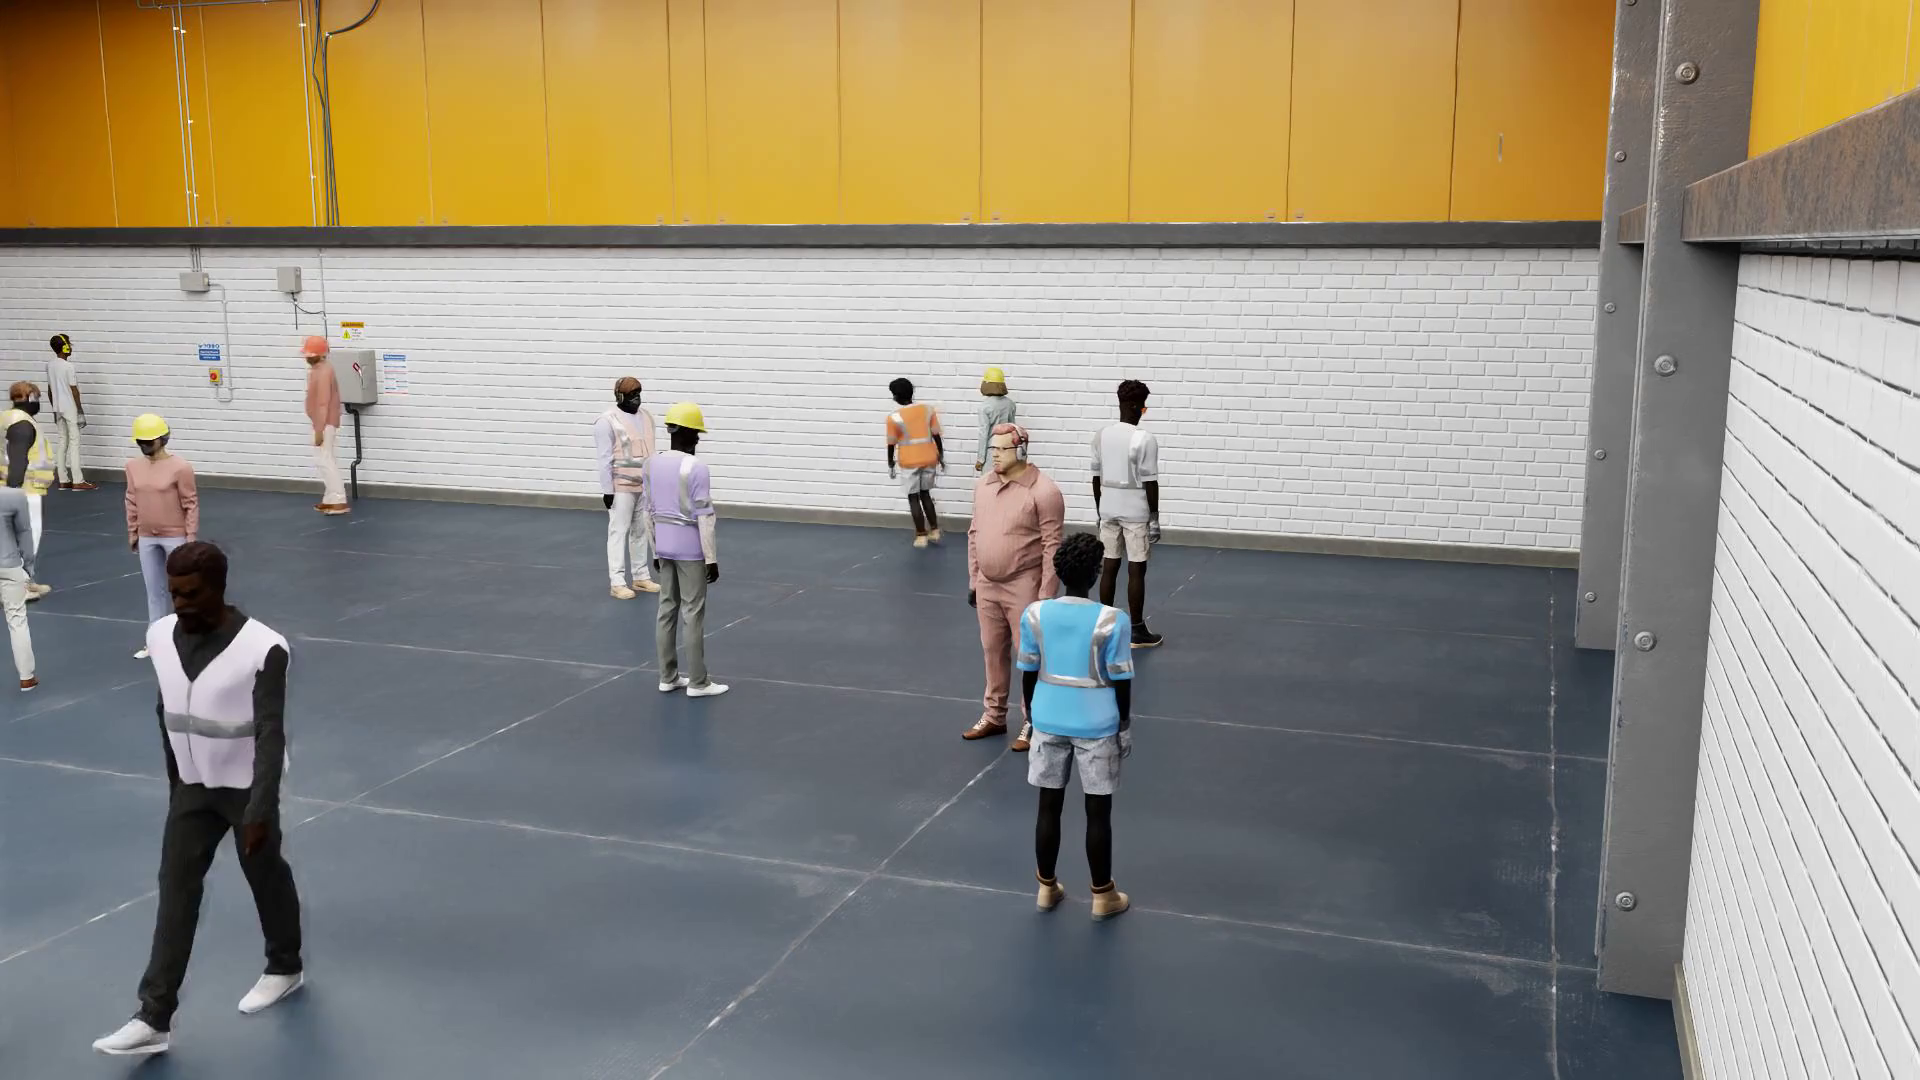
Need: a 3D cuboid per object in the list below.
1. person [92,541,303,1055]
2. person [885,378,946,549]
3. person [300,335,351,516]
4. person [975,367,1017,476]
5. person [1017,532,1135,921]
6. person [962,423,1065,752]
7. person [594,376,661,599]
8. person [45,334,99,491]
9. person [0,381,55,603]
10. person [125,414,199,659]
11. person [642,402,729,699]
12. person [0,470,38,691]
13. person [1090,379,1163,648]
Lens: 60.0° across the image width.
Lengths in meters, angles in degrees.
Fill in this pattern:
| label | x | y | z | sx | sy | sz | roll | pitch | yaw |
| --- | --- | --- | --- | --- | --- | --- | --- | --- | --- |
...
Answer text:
| label | x | y | z | sx | sy | sz | roll | pitch | yaw |
| --- | --- | --- | --- | --- | --- | --- | --- | --- | --- |
| person | -2.748 | 0.932 | 6.047 | 0.610 | 1.866 | 0.985 | 3 | 10 | 15 |
| person | -0.437 | -0.740 | 16.053 | 0.587 | 1.659 | 0.416 | -5 | 11 | -27 |
| person | -6.895 | -1.242 | 18.060 | 0.399 | 1.958 | 0.721 | -4 | 11 | -20 |
| person | 0.339 | -0.825 | 16.299 | 0.483 | 1.745 | 0.301 | -9 | 14 | -42 |
| person | 0.507 | 0.808 | 7.233 | 0.534 | 1.697 | 0.322 | 5 | 11 | 27 |
| person | 0.285 | 0.269 | 9.683 | 0.655 | 1.906 | 0.407 | 9 | 13 | 41 |
| person | -2.738 | -0.443 | 13.876 | 0.429 | 1.842 | 0.637 | 7 | 12 | 33 |
| person | -10.639 | -1.521 | 19.854 | 0.513 | 1.877 | 0.328 | 5 | 11 | 24 |
| person | -7.736 | -0.401 | 13.760 | 0.470 | 1.803 | 0.726 | -6 | 12 | -30 |
| person | -5.630 | -0.020 | 11.732 | 0.526 | 1.758 | 0.340 | 1 | 10 | 8 |
| person | -1.788 | 0.067 | 10.791 | 0.585 | 1.917 | 0.382 | 7 | 12 | 36 |
| person | -6.304 | 0.200 | 10.834 | 0.500 | 1.636 | 0.280 | -7 | 12 | -33 |
| person | 1.225 | -0.193 | 12.134 | 0.603 | 1.959 | 0.374 | 10 | 14 | 44 |
